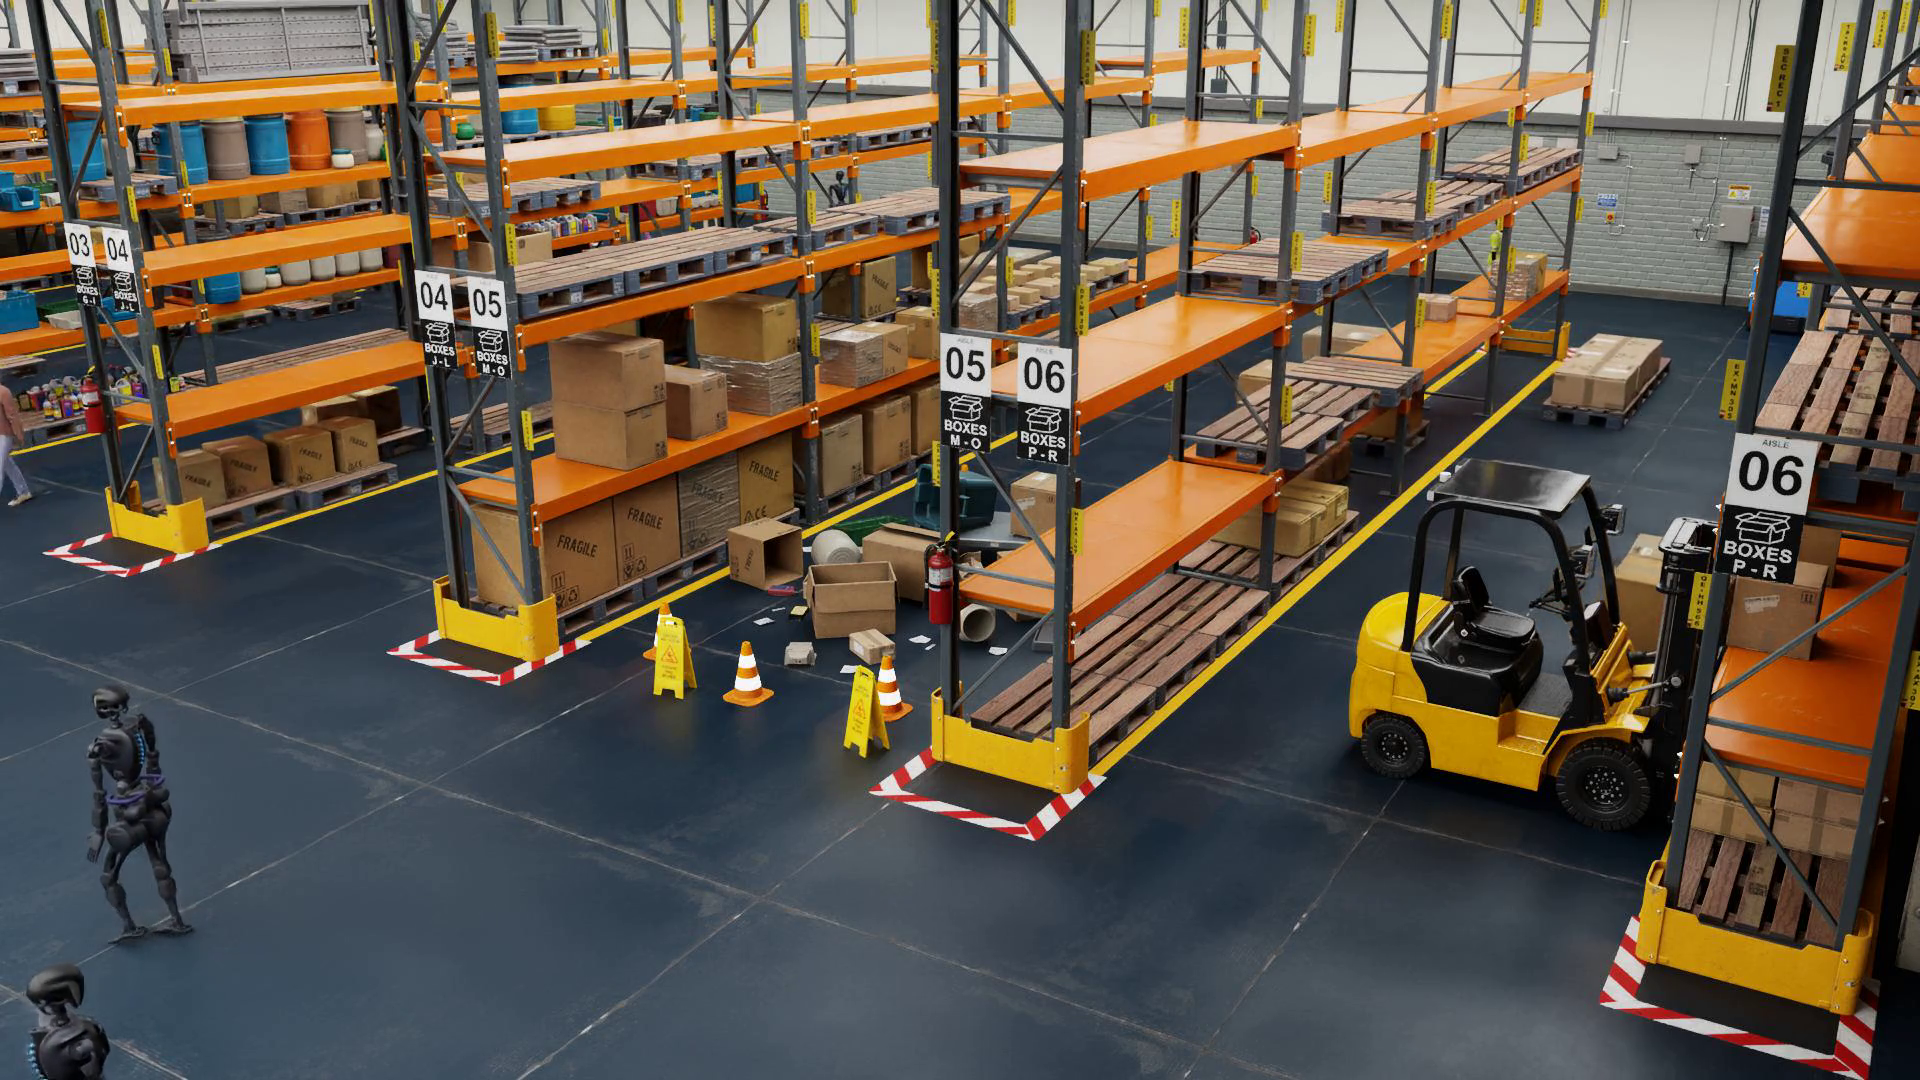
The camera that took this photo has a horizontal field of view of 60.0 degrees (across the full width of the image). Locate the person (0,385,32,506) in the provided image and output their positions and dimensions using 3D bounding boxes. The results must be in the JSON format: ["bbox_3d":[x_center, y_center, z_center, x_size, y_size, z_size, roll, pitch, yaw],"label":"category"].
[{"bbox_3d":[-10.233,-1.089,17.565,0.549,1.697,0.939,4,20,12],"label":"person"}]

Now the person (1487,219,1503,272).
[{"bbox_3d":[8.944,-4.582,27.671,0.318,1.699,0.535,13,23,33],"label":"person"}]

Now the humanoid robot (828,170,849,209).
[{"bbox_3d":[-2.422,-6.679,33.798,0.610,1.633,0.687,-10,21,-26],"label":"humanoid robot"}]

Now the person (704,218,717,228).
[{"bbox_3d":[-5.236,-7.062,34.865,0.491,1.688,0.347,-6,20,-17],"label":"person"}]

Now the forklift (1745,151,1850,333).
[{"bbox_3d":[13.620,-4.667,26.137,1.873,2.768,1.129,11,22,29],"label":"forklift"}]

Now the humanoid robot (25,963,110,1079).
[{"bbox_3d":[-3.703,2.533,7.135,0.589,1.654,0.377,15,24,37],"label":"humanoid robot"}]

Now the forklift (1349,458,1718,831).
[{"bbox_3d":[3.988,0.658,11.776,2.313,2.155,1.214,11,22,29],"label":"forklift"}]

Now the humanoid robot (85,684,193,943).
[{"bbox_3d":[-4.885,1.605,9.820,0.433,1.645,0.599,4,19,11],"label":"humanoid robot"}]

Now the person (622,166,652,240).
[{"bbox_3d":[-6.719,-6.930,34.389,0.516,1.751,0.837,-11,22,-29],"label":"person"}]
